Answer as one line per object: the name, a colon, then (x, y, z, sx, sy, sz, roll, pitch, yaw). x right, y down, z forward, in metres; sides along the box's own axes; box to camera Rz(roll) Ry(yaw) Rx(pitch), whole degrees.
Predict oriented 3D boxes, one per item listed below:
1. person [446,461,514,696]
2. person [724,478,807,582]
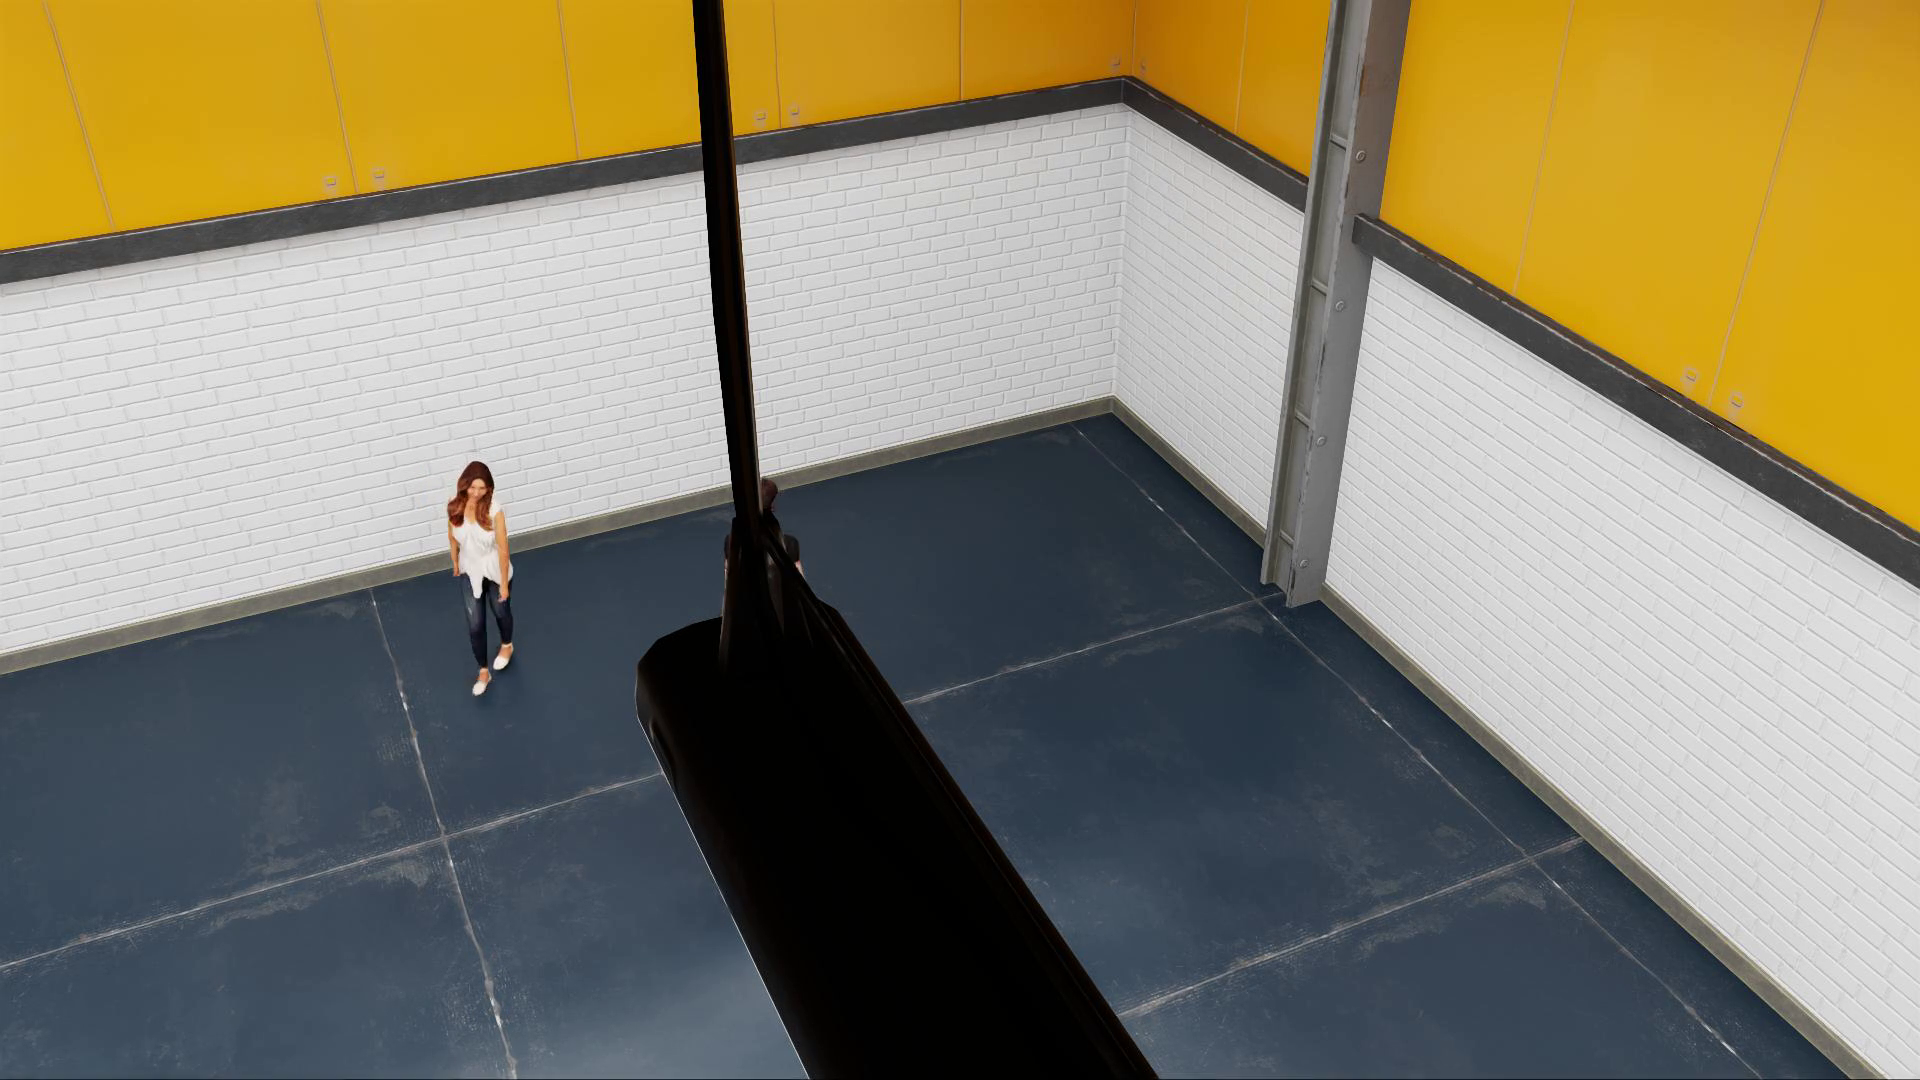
person: (-3.215, 0.185, 11.276, 0.843, 1.747, 0.948, 9, 35, 13)
person: (-1.243, 0.531, 10.650, 1.146, 1.864, 1.309, 6, 34, 9)
